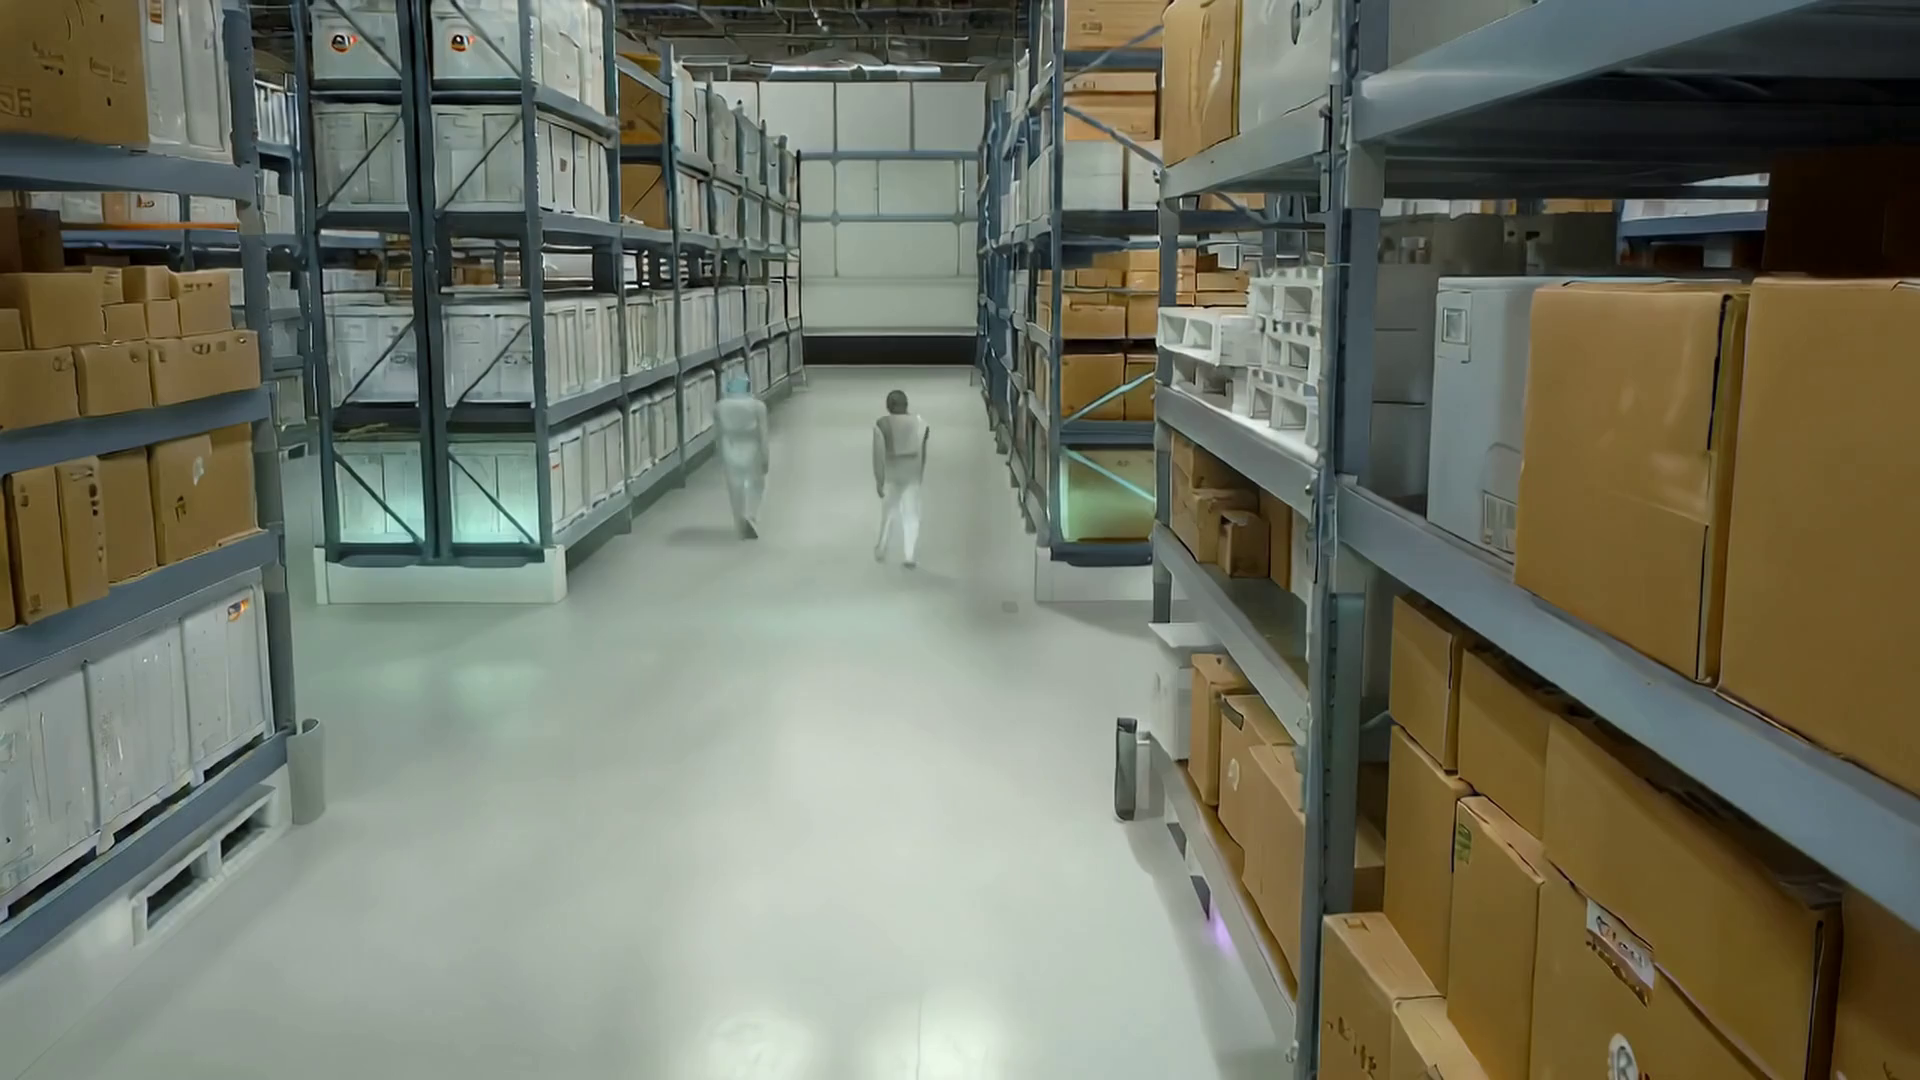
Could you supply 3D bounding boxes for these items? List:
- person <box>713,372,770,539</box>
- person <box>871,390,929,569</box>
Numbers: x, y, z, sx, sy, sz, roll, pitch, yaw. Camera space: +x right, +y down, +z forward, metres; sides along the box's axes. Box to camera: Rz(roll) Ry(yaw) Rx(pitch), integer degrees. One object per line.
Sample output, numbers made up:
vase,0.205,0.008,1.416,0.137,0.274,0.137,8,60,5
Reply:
person,-2.431,-0.931,18.598,0.650,1.888,0.464,1,9,8
person,-0.657,-0.637,17.046,0.626,1.802,0.897,-4,10,-21
